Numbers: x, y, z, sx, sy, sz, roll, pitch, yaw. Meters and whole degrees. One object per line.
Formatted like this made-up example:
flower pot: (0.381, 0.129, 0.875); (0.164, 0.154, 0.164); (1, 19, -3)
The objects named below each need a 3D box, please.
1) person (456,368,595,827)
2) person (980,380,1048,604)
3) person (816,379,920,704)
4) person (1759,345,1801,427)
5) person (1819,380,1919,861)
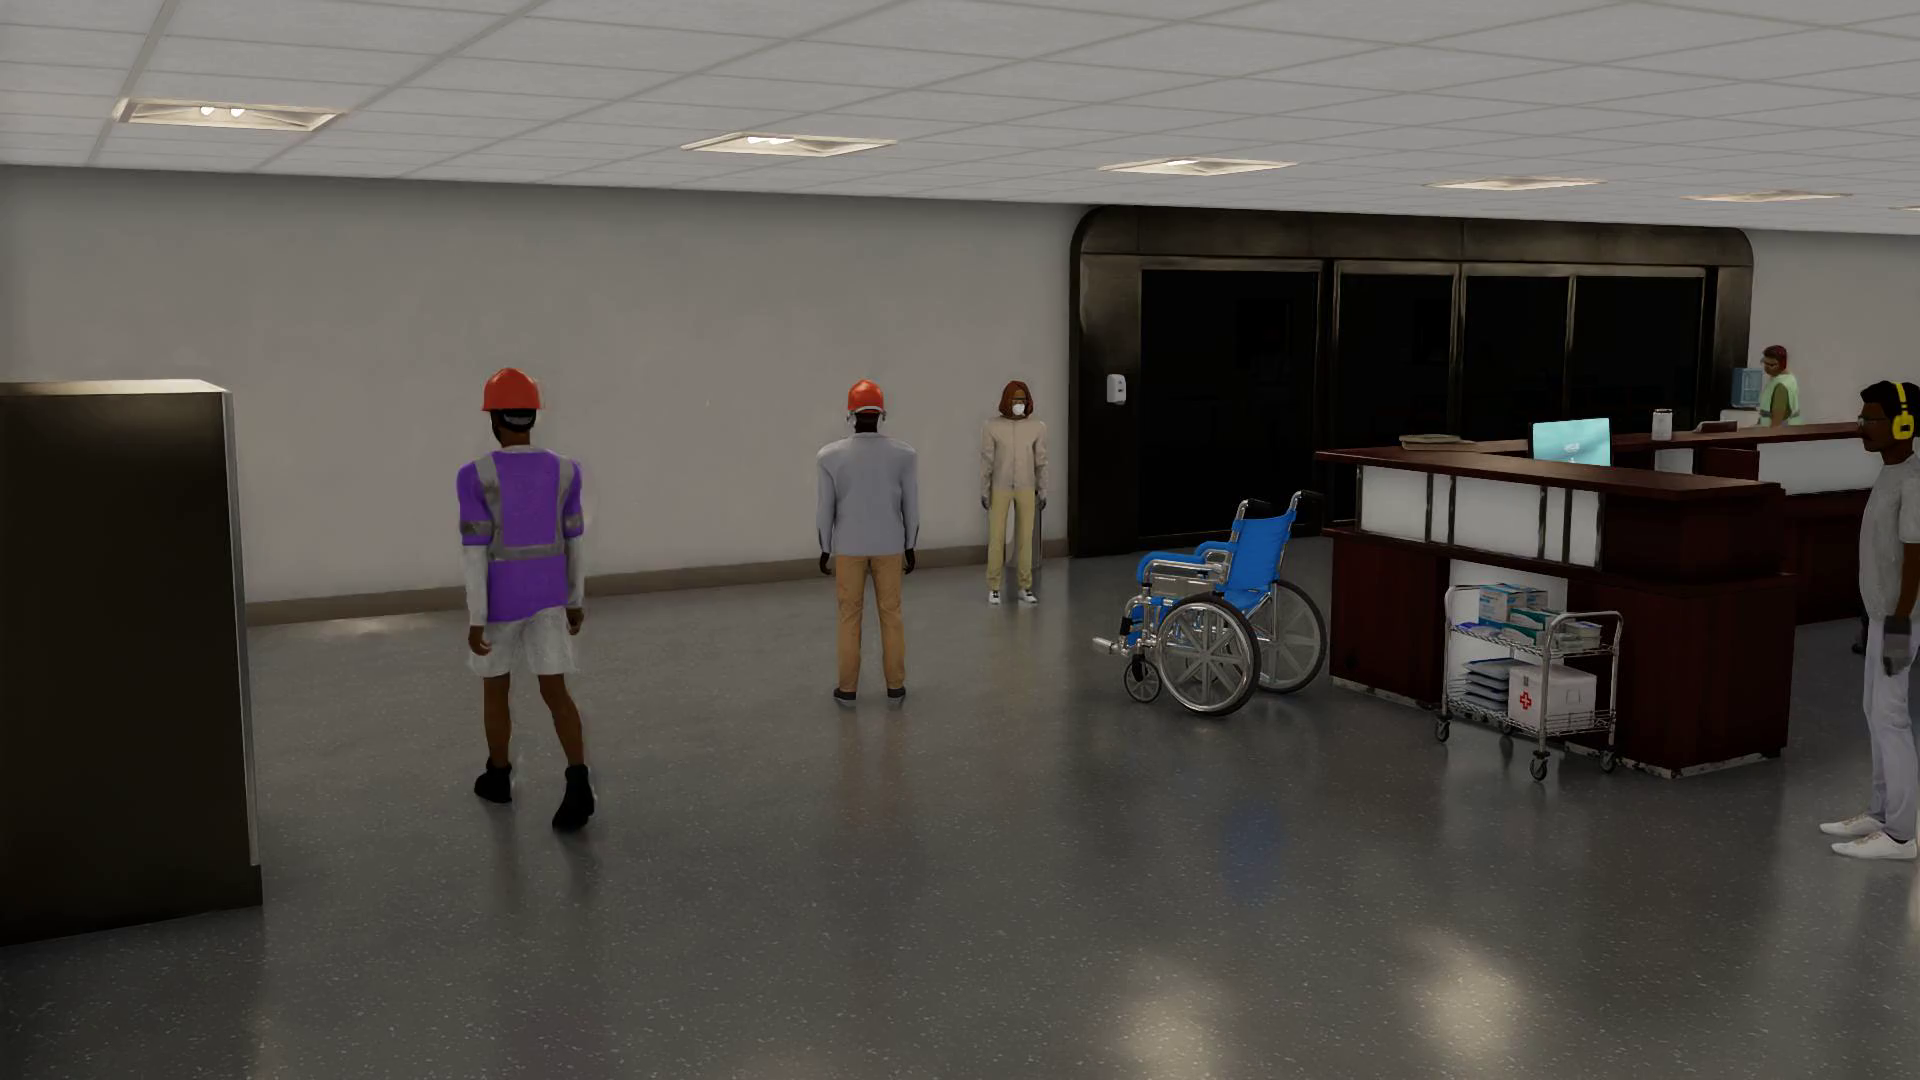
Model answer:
person: (-1.788, 0.236, 6.906); (0.558, 1.900, 0.965); (-6, 10, -36)
person: (0.392, -0.342, 12.066); (0.504, 1.627, 0.285); (-1, 8, -9)
person: (-0.499, 0.011, 9.016); (0.566, 1.755, 0.321); (-1, 8, -10)
person: (7.822, -0.957, 15.875); (0.408, 1.802, 0.749); (4, 9, 28)
person: (3.610, 0.313, 6.474); (0.321, 1.861, 0.514); (3, 8, 19)
